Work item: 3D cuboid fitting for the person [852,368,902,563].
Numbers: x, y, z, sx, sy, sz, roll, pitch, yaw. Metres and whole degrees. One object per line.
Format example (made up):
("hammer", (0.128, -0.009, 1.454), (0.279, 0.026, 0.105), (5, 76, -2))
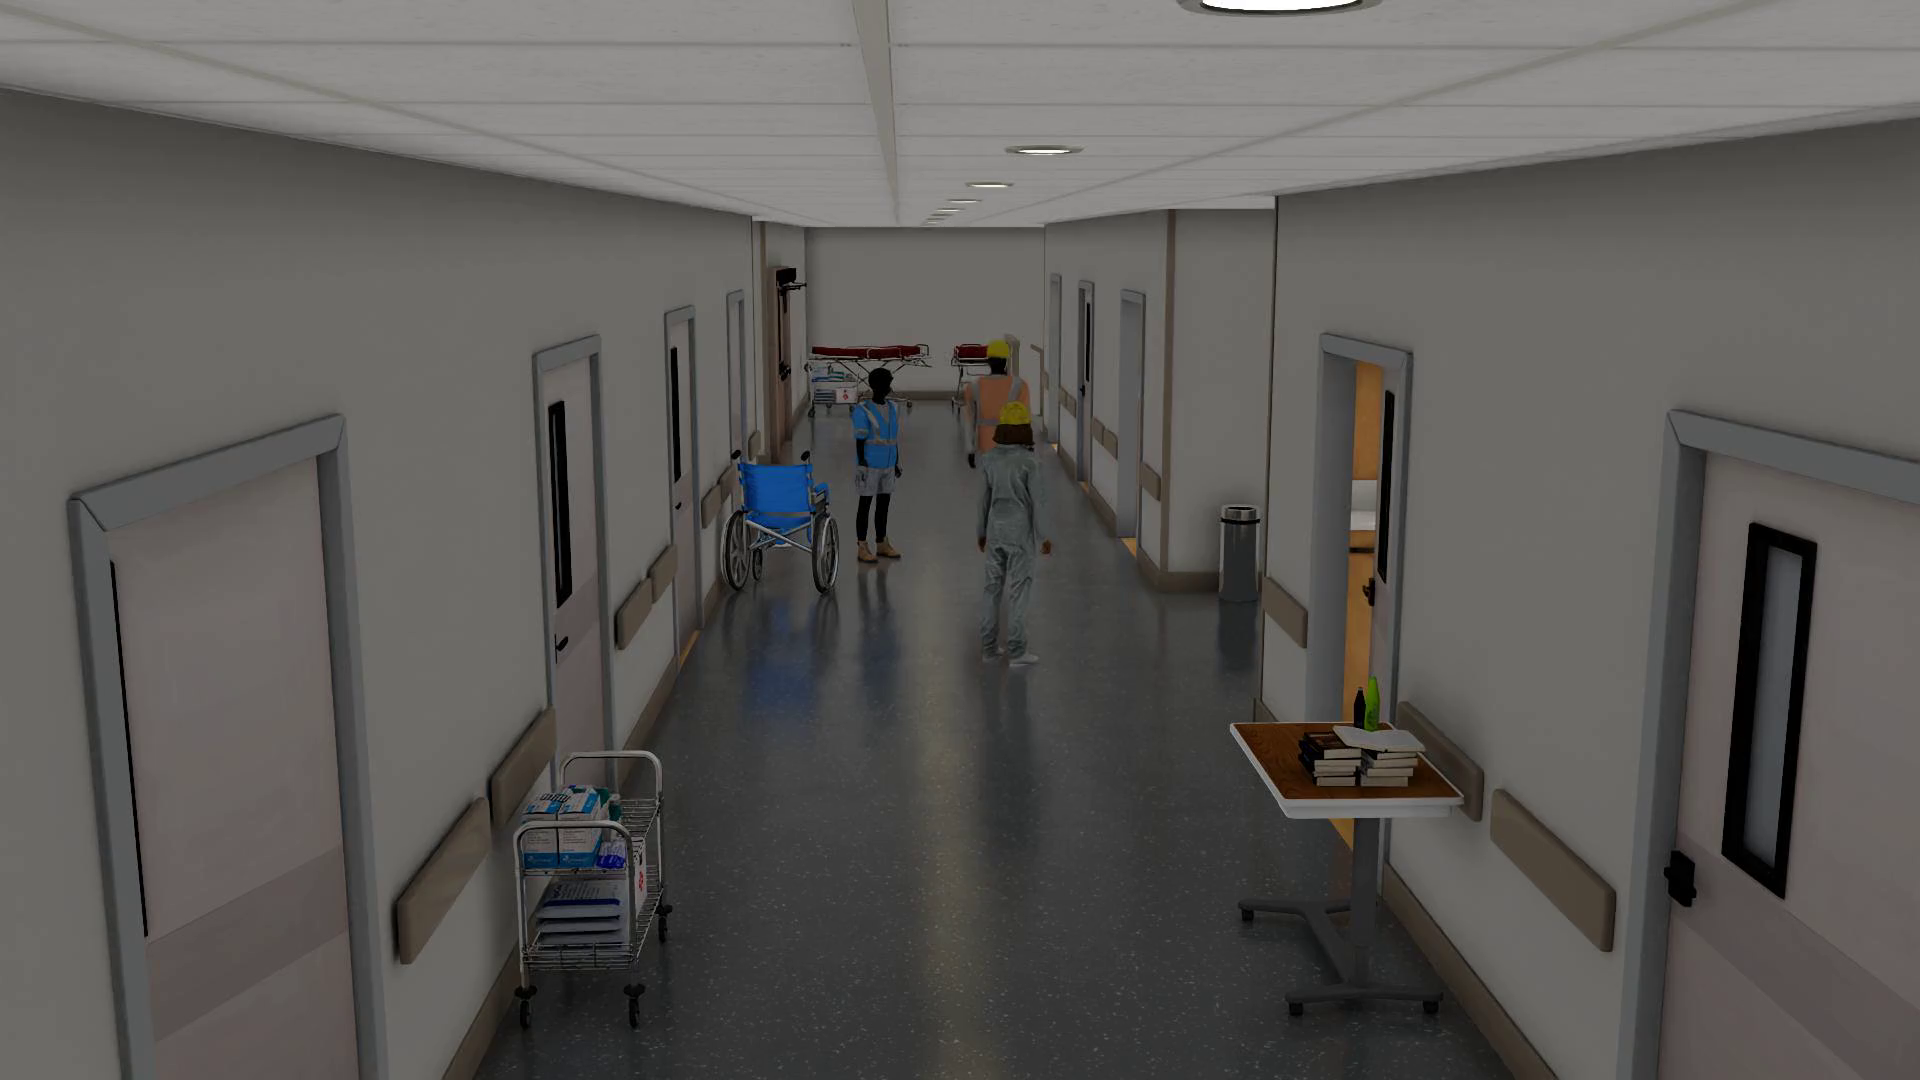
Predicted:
("person", (-0.715, -0.655, 14.480), (0.322, 1.692, 0.534), (9, 14, 42))

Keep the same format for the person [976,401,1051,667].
("person", (0.347, -0.042, 10.957), (0.501, 1.734, 0.357), (8, 13, 39))

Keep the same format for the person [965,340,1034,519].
("person", (0.363, -0.900, 15.347), (0.587, 1.871, 1.009), (3, 11, 16))
